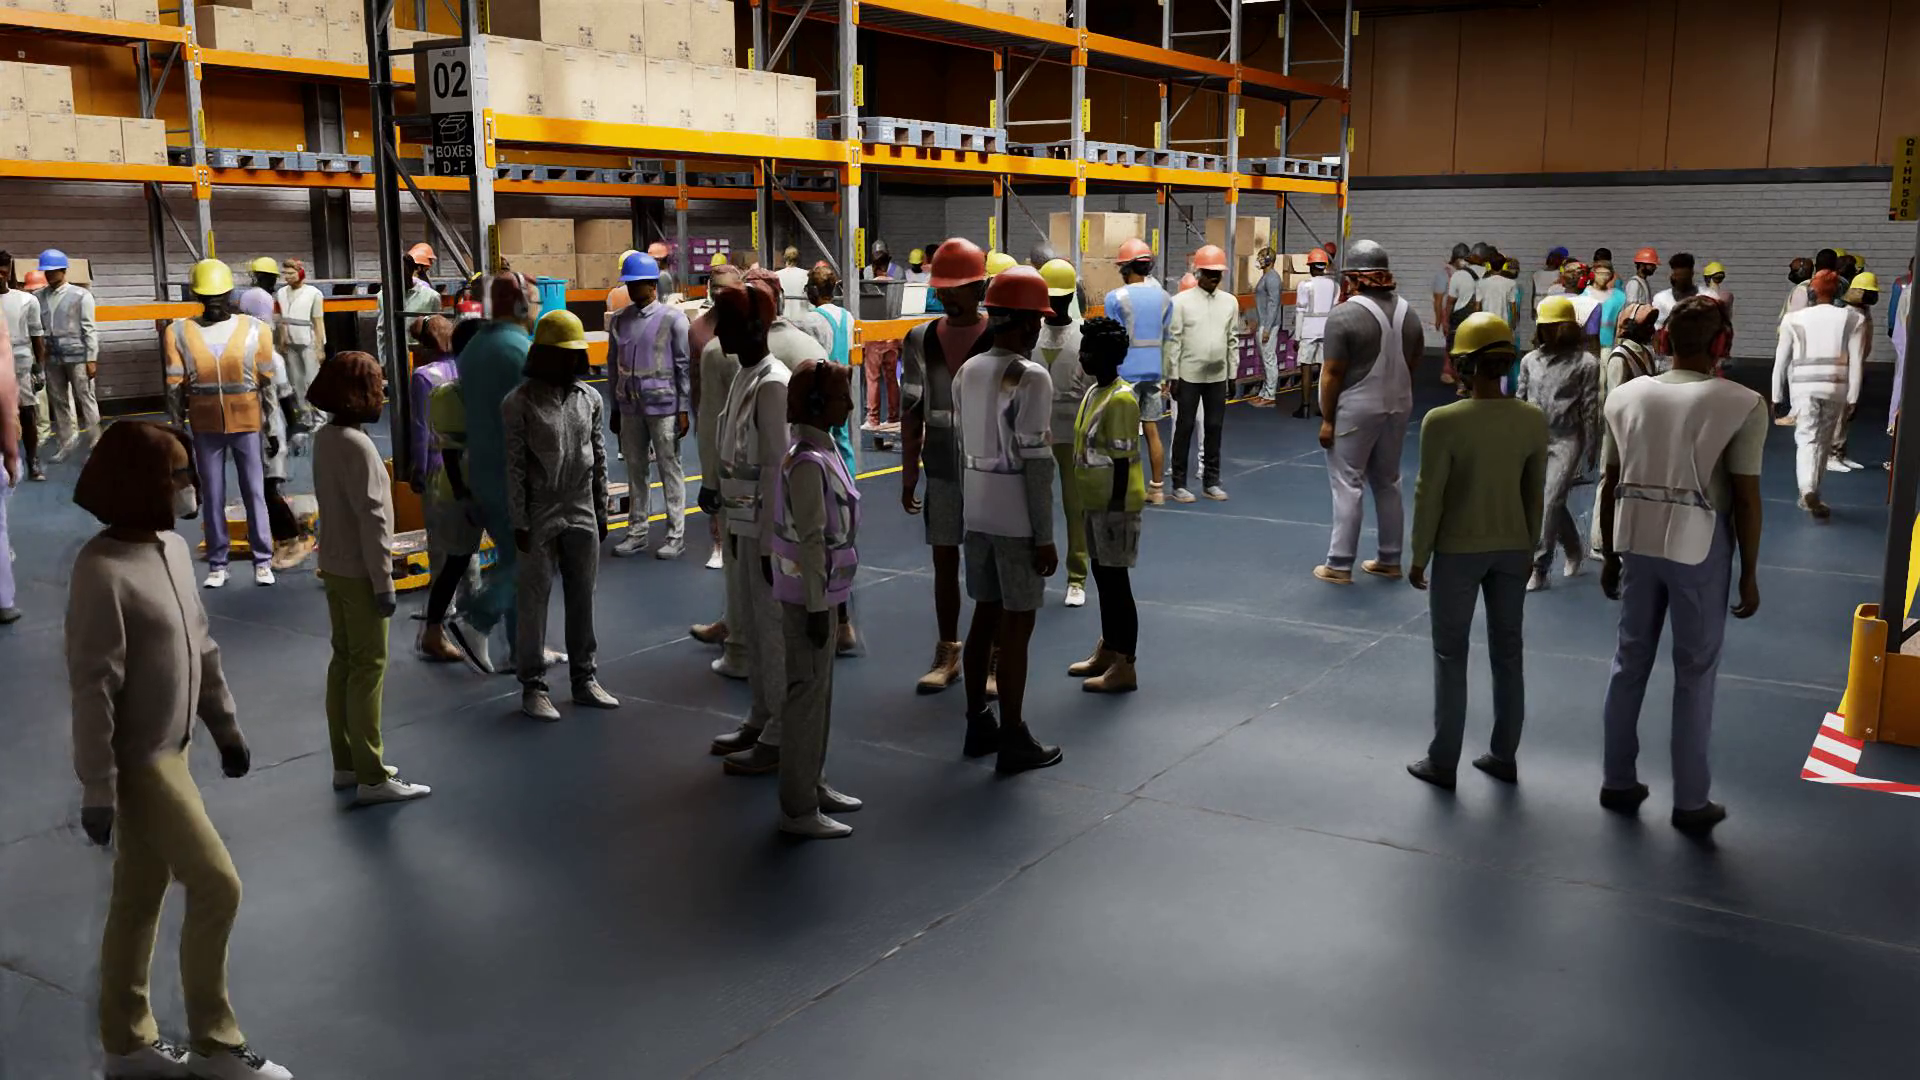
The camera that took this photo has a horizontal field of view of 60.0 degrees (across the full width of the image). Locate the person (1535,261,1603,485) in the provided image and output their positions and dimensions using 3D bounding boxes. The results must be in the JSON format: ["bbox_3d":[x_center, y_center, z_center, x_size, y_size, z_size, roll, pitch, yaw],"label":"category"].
[{"bbox_3d":[5.026,-1.378,13.804,0.377,1.844,0.567,-9,13,-40],"label":"person"}]

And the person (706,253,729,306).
[{"bbox_3d":[-3.465,-3.234,24.132,0.602,1.827,0.404,8,13,37],"label":"person"}]

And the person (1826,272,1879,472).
[{"bbox_3d":[7.863,-1.475,14.634,0.487,1.741,0.314,-9,13,-40],"label":"person"}]

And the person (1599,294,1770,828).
[{"bbox_3d":[2.474,0.078,5.772,0.384,1.837,0.563,-8,13,-38],"label":"person"}]

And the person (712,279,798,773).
[{"bbox_3d":[-0.767,-0.047,6.362,0.367,1.879,0.587,-3,11,-16],"label":"person"}]

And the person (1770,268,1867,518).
[{"bbox_3d":[6.267,-1.064,12.155,0.589,1.835,0.935,4,11,21],"label":"person"}]

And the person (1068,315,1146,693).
[{"bbox_3d":[0.665,-0.163,7.513,0.319,1.691,0.536,-2,10,-9],"label":"person"}]

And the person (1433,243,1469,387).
[{"bbox_3d":[6.941,-3.164,23.163,0.689,2.000,1.008,-4,11,-19],"label":"person"}]

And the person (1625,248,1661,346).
[{"bbox_3d":[7.954,-2.444,19.477,0.387,1.931,0.543,7,12,35],"label":"person"}]

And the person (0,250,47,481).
[{"bbox_3d":[-7.953,-1.439,13.857,0.607,1.960,0.382,-6,12,-31],"label":"person"}]

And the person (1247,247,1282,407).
[{"bbox_3d":[3.724,-2.584,20.234,0.373,1.940,0.629,1,10,4],"label":"person"}]

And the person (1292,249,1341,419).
[{"bbox_3d":[4.048,-2.346,18.958,0.542,1.926,0.388,-4,11,-20],"label":"person"}]

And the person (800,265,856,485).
[{"bbox_3d":[-0.939,-0.989,11.651,0.339,1.845,0.507,7,13,36],"label":"person"}]

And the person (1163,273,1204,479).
[{"bbox_3d":[1.959,-1.391,14.161,0.569,1.744,0.350,6,12,32],"label":"person"}]

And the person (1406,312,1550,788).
[{"bbox_3d":[1.911,0.042,6.179,0.525,1.762,0.339,-2,11,-13],"label":"person"}]

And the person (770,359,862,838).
[{"bbox_3d":[-0.491,0.197,5.682,0.314,1.629,0.509,0,10,-2],"label":"person"}]

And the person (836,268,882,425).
[{"bbox_3d":[-1.125,-2.183,18.107,0.599,1.907,0.401,-5,12,-28],"label":"person"}]

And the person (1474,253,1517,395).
[{"bbox_3d":[6.565,-2.584,20.438,0.533,1.864,0.311,3,11,19],"label":"person"}]

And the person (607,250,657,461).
[{"bbox_3d":[-2.973,-1.674,15.214,0.588,1.930,0.364,8,13,38],"label":"person"}]

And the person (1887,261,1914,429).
[{"bbox_3d":[10.101,-2.066,17.666,0.361,1.834,0.519,6,12,29],"label":"person"}]

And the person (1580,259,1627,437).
[{"bbox_3d":[6.575,-1.991,17.234,0.582,1.827,0.459,3,11,14],"label":"person"}]

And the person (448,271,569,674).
[{"bbox_3d":[-2.114,-0.286,7.643,0.570,1.881,0.658,-9,14,-42],"label":"person"}]

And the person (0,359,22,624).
[{"bbox_3d":[-5.214,-0.406,8.670,0.546,1.759,0.351,-5,11,-24],"label":"person"}]

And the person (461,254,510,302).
[{"bbox_3d":[-3.941,-1.498,14.305,0.642,1.909,0.409,-10,14,-44],"label":"person"}]

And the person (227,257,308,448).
[{"bbox_3d":[-7.004,-1.849,16.391,0.978,1.874,0.618,-8,13,-39],"label":"person"}]

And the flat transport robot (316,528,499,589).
[{"bbox_3d":[-3.121,0.066,10.167,0.652,0.197,1.431,7,12,32],"label":"flat transport robot"}]

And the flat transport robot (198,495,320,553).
[{"bbox_3d":[-4.647,-0.131,11.262,0.652,0.197,1.431,-2,10,-12],"label":"flat transport robot"}]

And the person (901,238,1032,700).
[{"bbox_3d":[0.012,-0.304,7.351,0.611,2.032,0.410,4,11,22],"label":"person"}]

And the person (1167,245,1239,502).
[{"bbox_3d":[1.889,-1.271,12.854,0.618,1.983,0.416,-4,11,-19],"label":"person"}]

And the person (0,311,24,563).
[{"bbox_3d":[-6.049,-0.781,10.142,0.627,1.971,0.554,0,10,-1],"label":"person"}]

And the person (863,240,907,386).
[{"bbox_3d":[-1.103,-3.144,23.053,0.676,2.000,0.536,-5,11,-25],"label":"person"}]

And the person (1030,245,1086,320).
[{"bbox_3d":[0.892,-1.828,15.760,0.777,2.000,0.770,9,13,40],"label":"person"}]
